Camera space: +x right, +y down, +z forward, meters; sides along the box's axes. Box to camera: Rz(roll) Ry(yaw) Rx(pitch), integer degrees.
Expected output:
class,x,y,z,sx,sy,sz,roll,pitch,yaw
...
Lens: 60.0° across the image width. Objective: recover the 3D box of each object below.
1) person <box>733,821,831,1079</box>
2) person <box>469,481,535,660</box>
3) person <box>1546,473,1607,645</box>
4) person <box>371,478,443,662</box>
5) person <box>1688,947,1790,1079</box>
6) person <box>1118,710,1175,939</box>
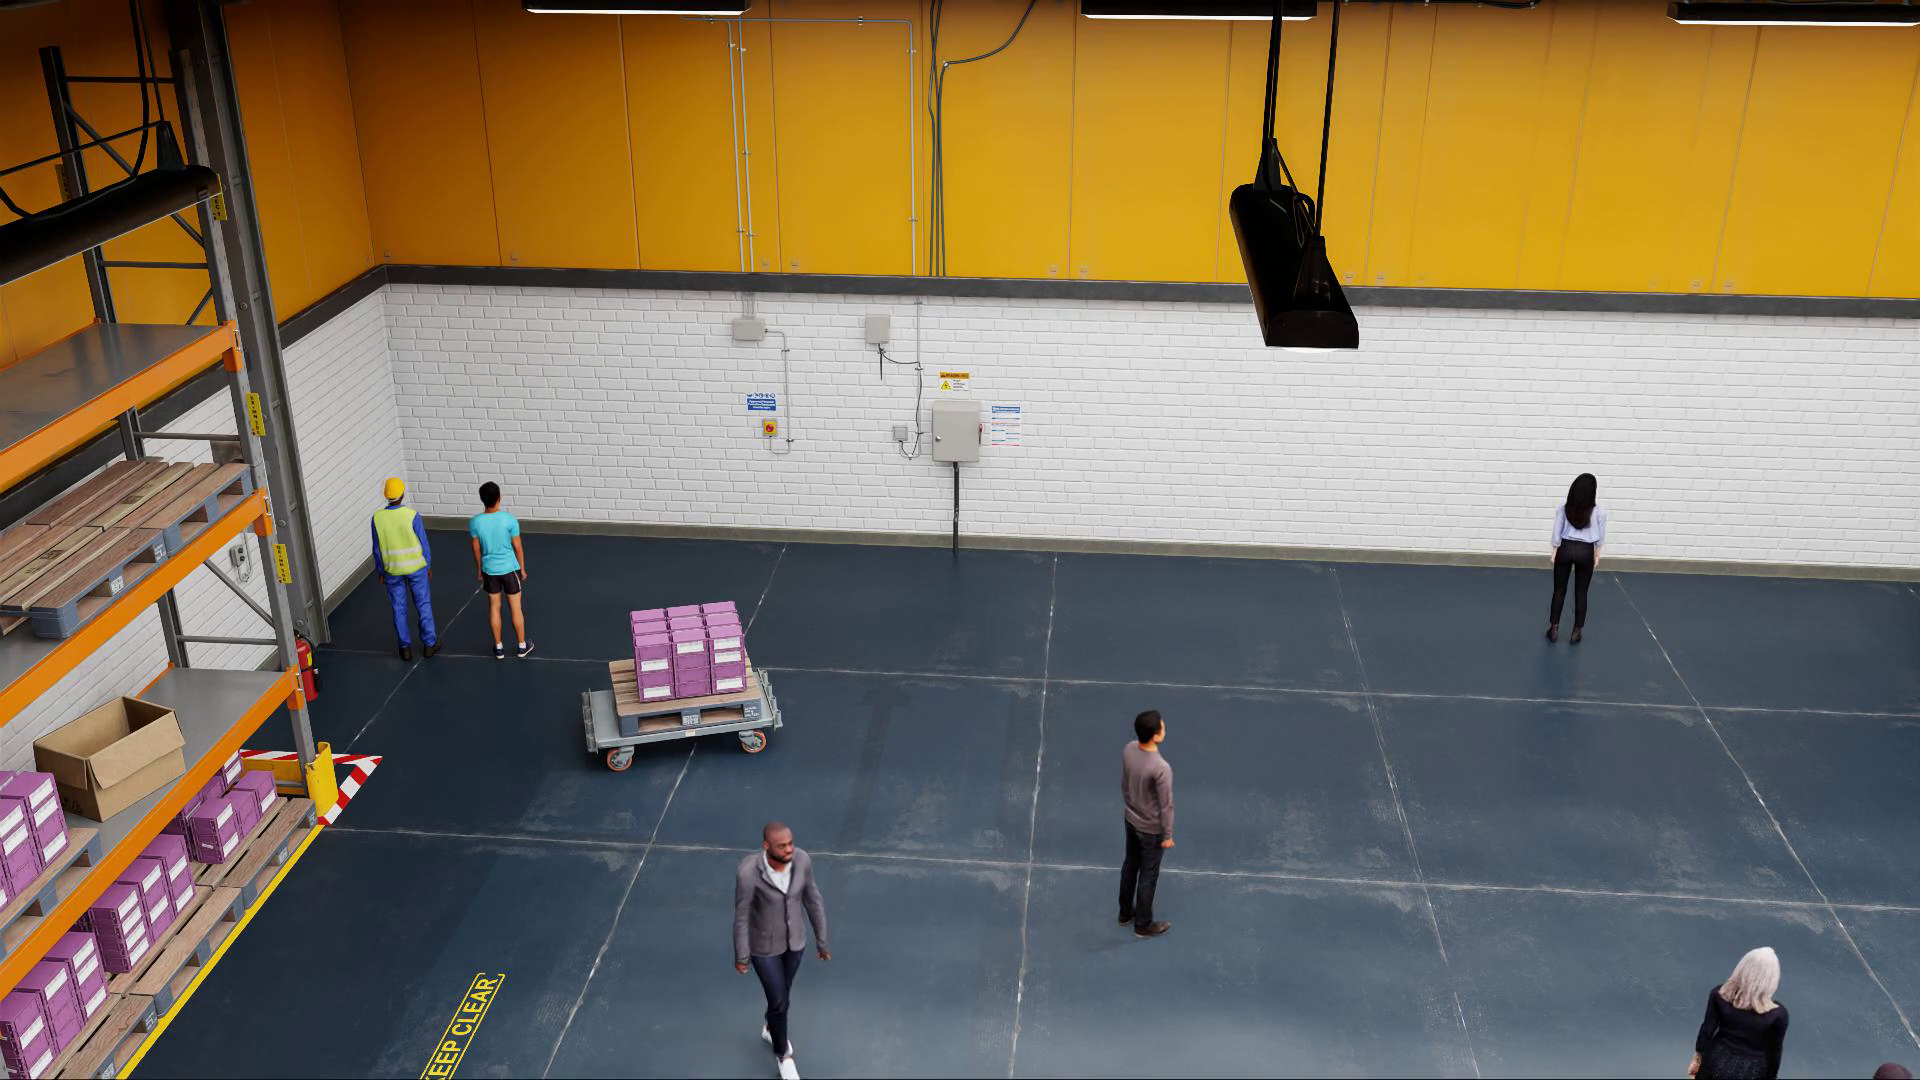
class,x,y,z,sx,sy,sz,roll,pitch,yaw
person,-1.210,2.527,10.580,0.991,1.794,1.055,-16,28,-32
person,-4.345,0.287,15.728,0.648,1.776,0.573,-2,24,-4
person,5.921,0.174,16.026,0.700,1.743,0.639,8,25,18
person,-5.265,0.263,15.739,0.729,1.812,0.675,-5,24,-12
person,4.364,3.083,9.379,0.848,1.737,0.943,15,28,31
person,1.305,2.000,11.821,0.676,1.766,0.777,20,30,38
